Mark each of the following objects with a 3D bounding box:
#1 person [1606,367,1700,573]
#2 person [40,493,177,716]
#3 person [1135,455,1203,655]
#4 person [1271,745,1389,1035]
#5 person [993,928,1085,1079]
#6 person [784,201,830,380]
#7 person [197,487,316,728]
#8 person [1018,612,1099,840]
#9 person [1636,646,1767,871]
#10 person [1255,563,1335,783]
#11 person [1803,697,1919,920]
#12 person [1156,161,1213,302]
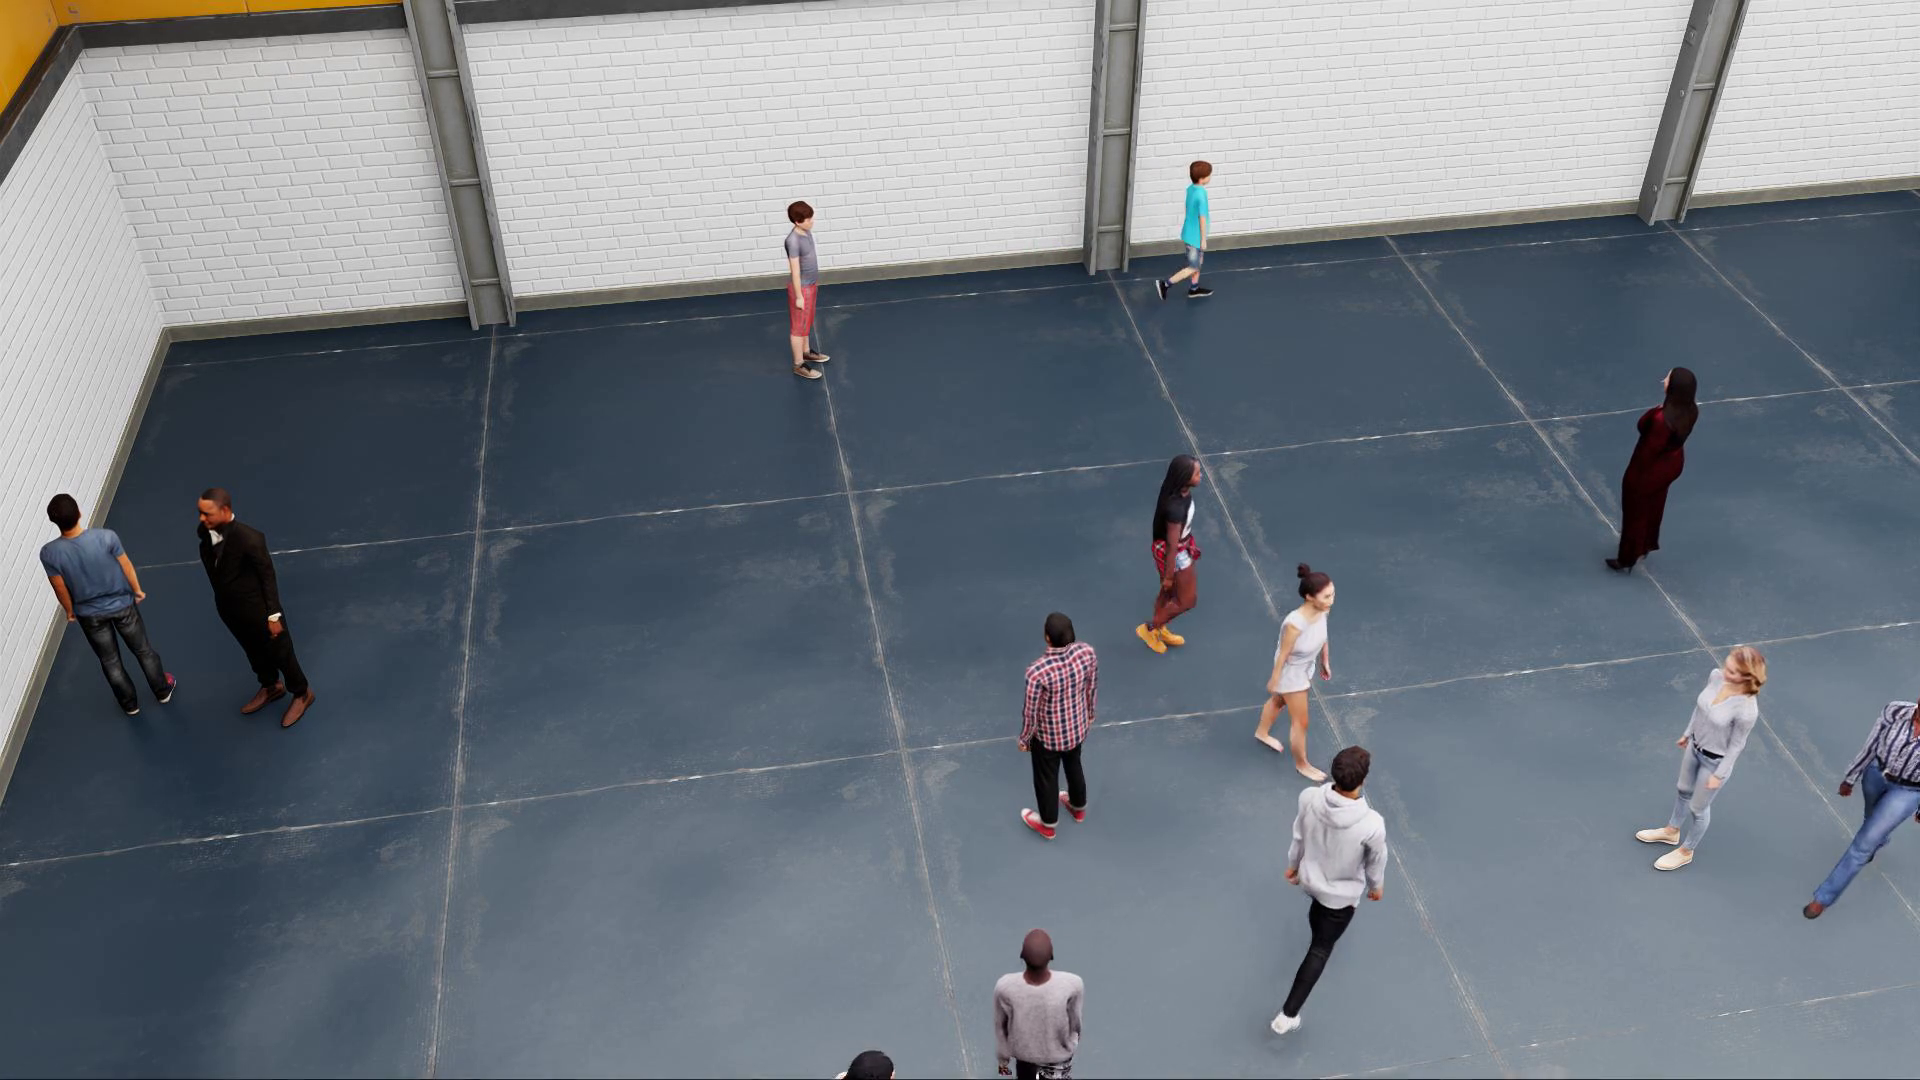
[{"bbox_3d":[5.239,-0.527,12.503,0.847,1.758,0.769,29,47,32],"label":"person"},{"bbox_3d":[-5.792,0.433,11.260,0.598,1.810,0.778,-19,42,-22],"label":"person"},{"bbox_3d":[1.400,0.125,11.725,0.724,1.712,0.677,4,39,5],"label":"person"},{"bbox_3d":[2.026,1.969,9.270,1.184,1.894,1.294,27,46,29],"label":"person"},{"bbox_3d":[0.411,2.679,8.505,1.195,1.739,0.913,4,39,5],"label":"person"},{"bbox_3d":[-1.401,-2.244,14.739,0.653,1.651,0.665,8,39,10],"label":"person"},{"bbox_3d":[-4.777,0.424,11.195,0.753,1.905,0.852,16,41,19],"label":"person"},{"bbox_3d":[0.624,1.149,10.405,0.677,1.759,0.843,-23,44,-26],"label":"person"},{"bbox_3d":[4.575,1.318,10.165,0.515,1.794,0.592,-5,39,-6],"label":"person"},{"bbox_3d":[2.141,0.810,10.962,0.912,1.593,0.867,28,46,30],"label":"person"},{"bbox_3d":[5.632,1.470,10.021,1.280,1.736,1.032,-27,46,-29],"label":"person"},{"bbox_3d":[2.156,-2.892,15.723,0.812,1.436,0.527,-6,39,-7],"label":"person"}]
